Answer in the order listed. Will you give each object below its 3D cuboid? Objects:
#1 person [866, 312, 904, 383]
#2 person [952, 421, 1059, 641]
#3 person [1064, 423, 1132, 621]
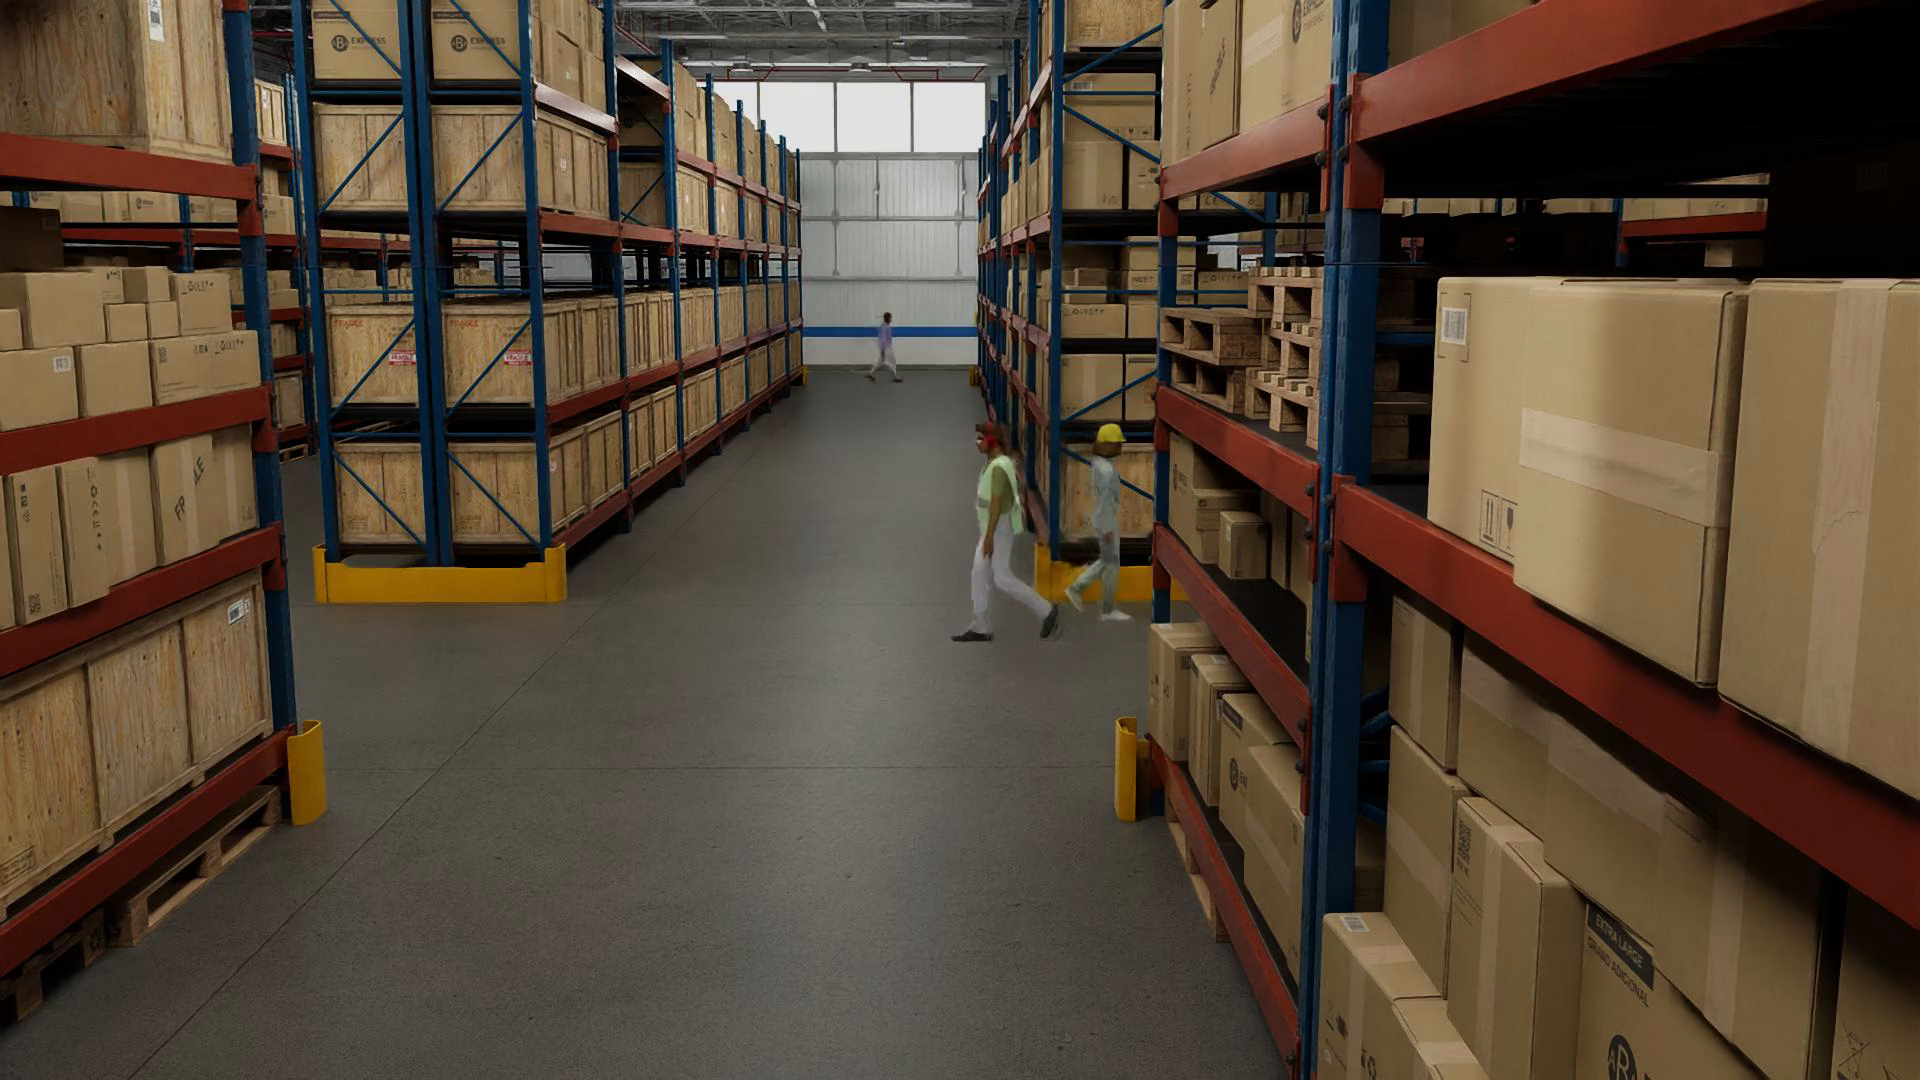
[{"bbox_3d":[-2.039,-5.134,44.366,1.003,1.902,0.639,0,9,0],"label":"person"},{"bbox_3d":[0.364,-0.059,13.491,0.794,1.812,0.583,-1,9,-8],"label":"person"},{"bbox_3d":[1.213,-0.152,14.307,0.485,1.725,0.496,0,9,-2],"label":"person"}]
